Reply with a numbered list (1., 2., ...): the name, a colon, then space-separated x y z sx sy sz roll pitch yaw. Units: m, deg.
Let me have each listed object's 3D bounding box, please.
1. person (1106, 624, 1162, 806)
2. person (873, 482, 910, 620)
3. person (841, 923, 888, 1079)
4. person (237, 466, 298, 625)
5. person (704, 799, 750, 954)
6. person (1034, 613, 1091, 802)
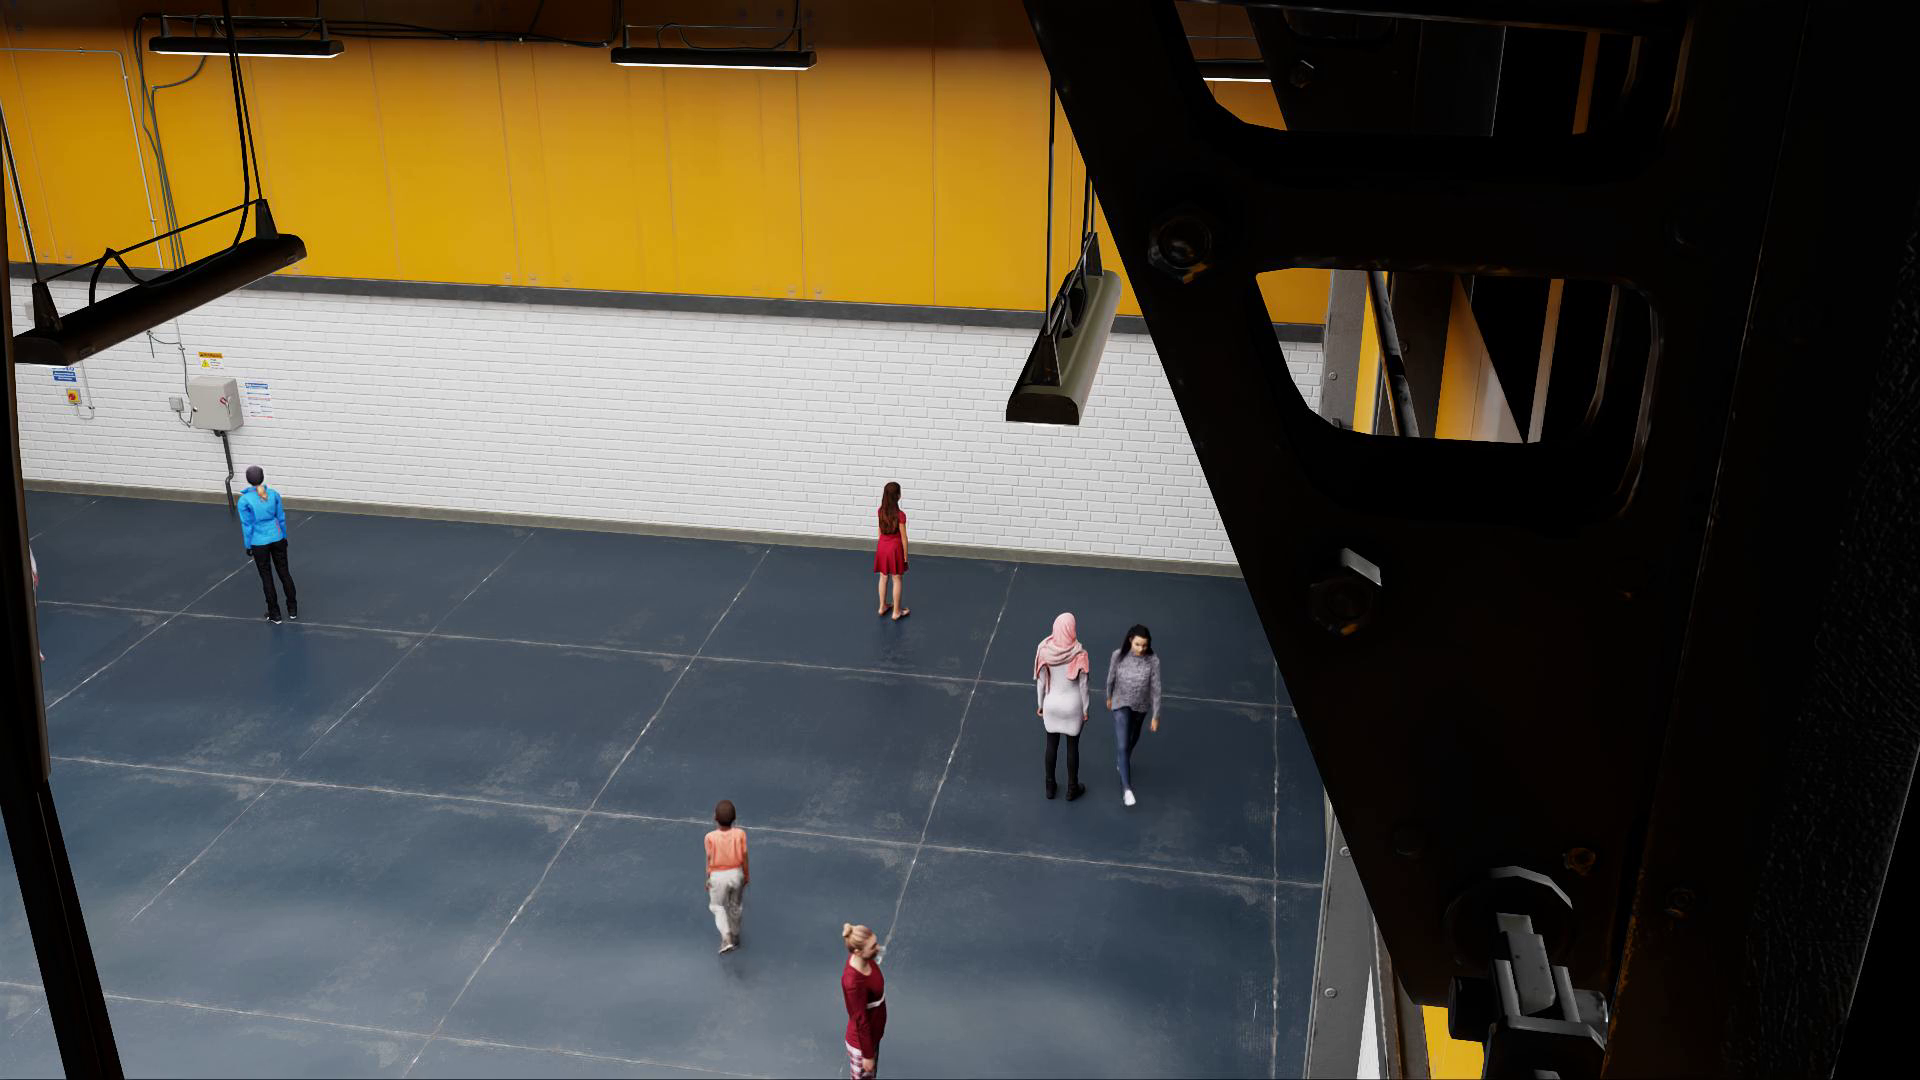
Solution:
1. person: 1.513 1.450 14.832 0.730 1.661 1.225 3 24 6
2. person: -0.749 0.100 18.058 0.627 1.551 0.689 13 27 26
3. person: -0.622 3.201 10.783 0.698 1.696 0.474 1 24 3
4. person: -7.444 0.040 17.889 0.671 1.795 0.746 -17 29 -34
5. person: -1.773 2.593 12.667 0.635 1.301 0.743 -6 24 -14
6. person: 0.909 1.460 14.631 0.660 1.803 0.620 7 25 16
